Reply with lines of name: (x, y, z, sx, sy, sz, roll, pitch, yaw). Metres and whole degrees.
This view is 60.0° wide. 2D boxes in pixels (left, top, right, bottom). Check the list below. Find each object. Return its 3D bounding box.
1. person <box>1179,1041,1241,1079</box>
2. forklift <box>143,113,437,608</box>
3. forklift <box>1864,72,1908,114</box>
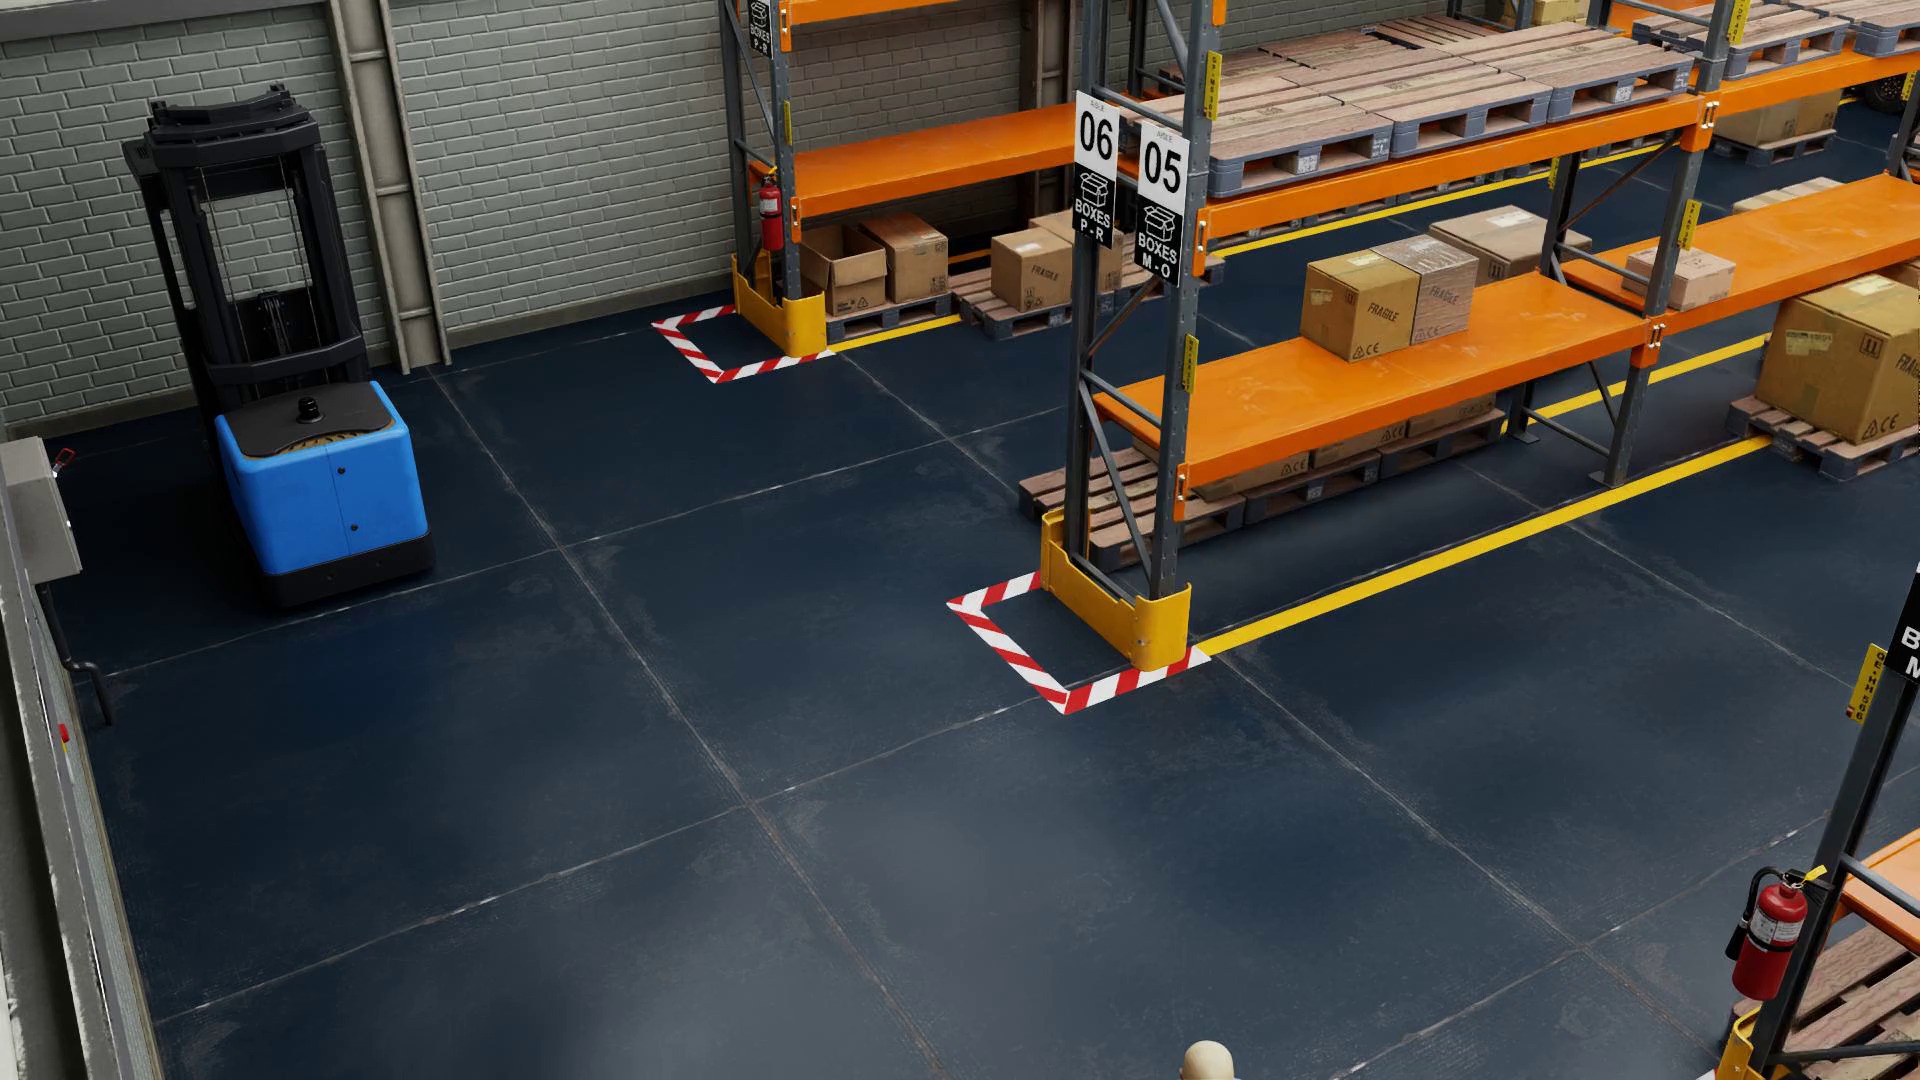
person: (0.753, 2.341, 5.705, 0.592, 1.796, 0.393, -11, 34, -18)
forklift: (-4.289, -1.259, 10.509, 1.129, 2.768, 1.873, -17, 36, -26)
forklift: (11.468, -5.645, 18.244, 1.214, 2.155, 2.313, -17, 36, -26)
